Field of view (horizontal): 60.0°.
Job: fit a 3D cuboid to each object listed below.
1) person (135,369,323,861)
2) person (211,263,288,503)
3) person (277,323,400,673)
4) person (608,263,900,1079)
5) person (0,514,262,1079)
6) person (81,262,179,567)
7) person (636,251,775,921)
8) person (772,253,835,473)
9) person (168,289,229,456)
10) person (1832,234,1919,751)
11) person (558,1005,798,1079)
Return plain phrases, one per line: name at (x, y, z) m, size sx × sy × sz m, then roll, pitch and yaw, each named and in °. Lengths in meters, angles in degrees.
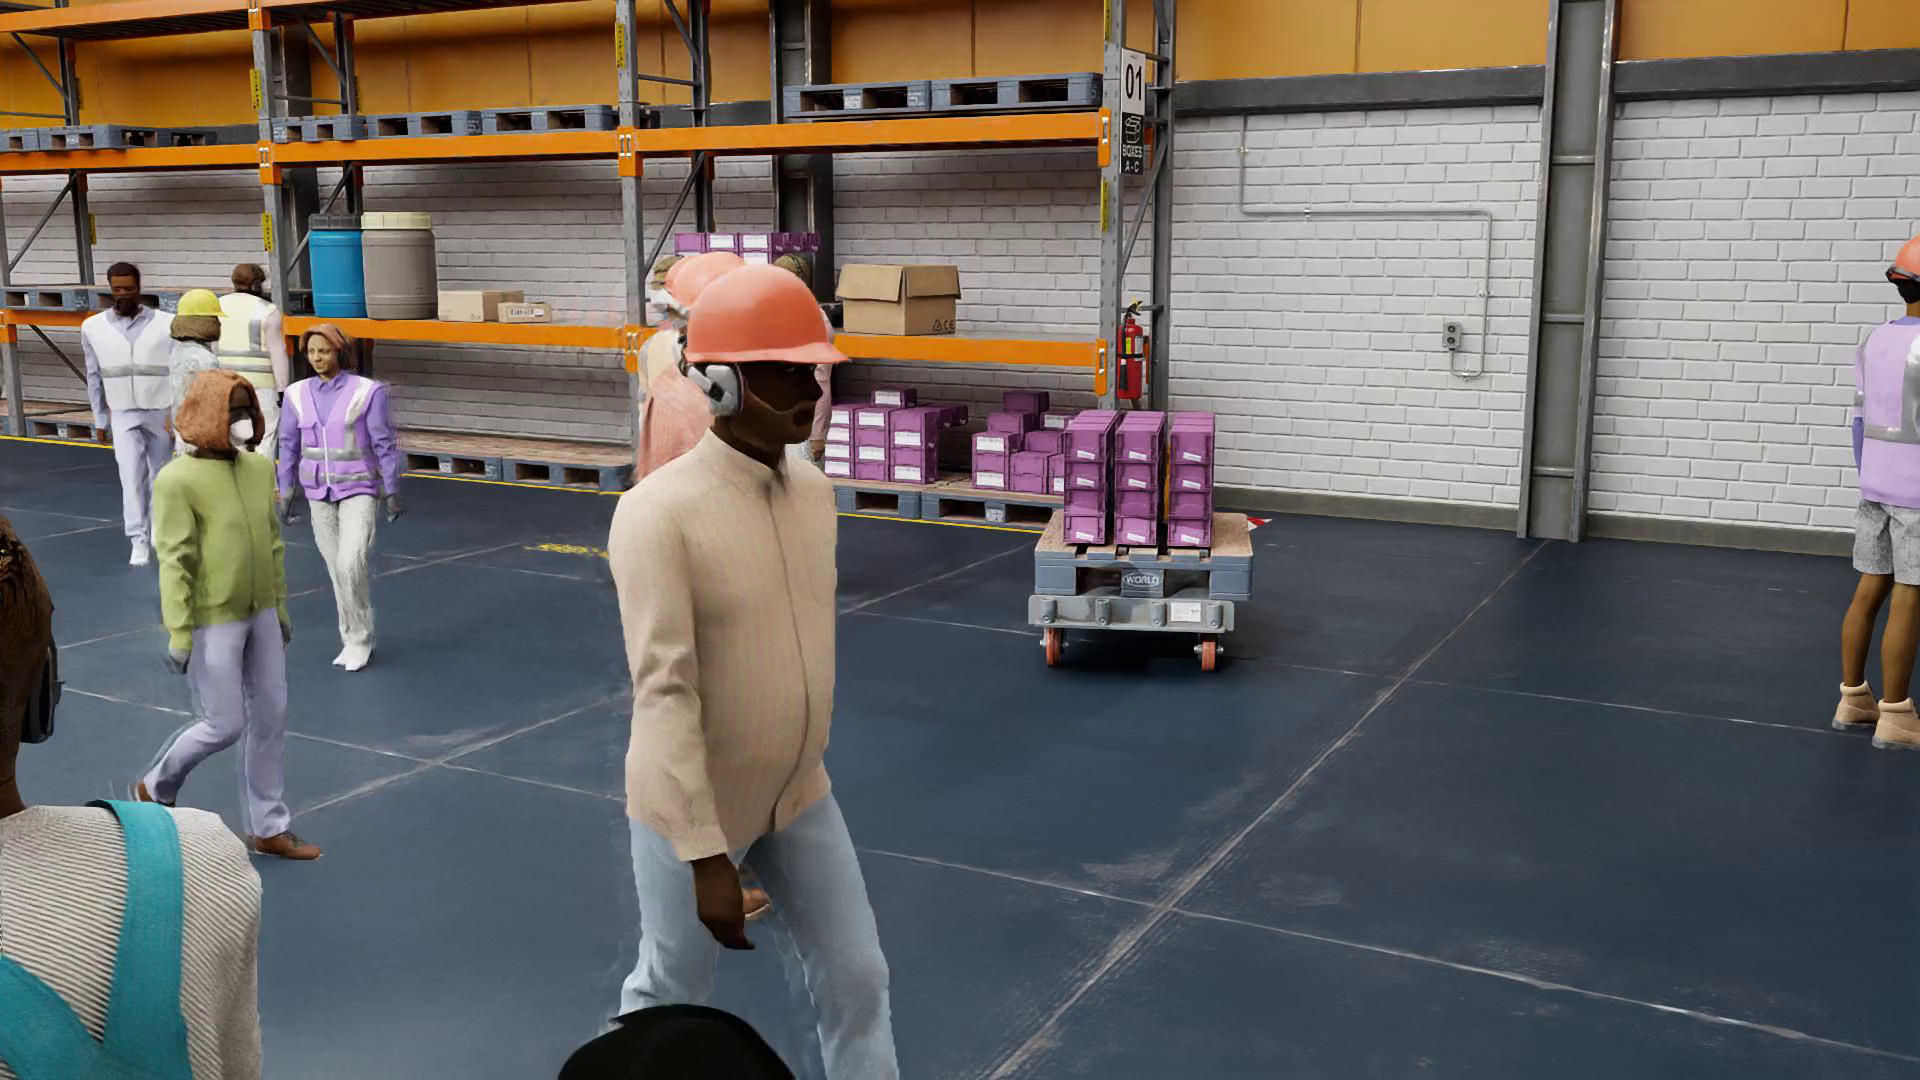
person at (-2.384, 0.253, 5.355) m, size 0.534 × 1.618 × 0.500 m, roll 3°, pitch 11°, yaw 18°
person at (-5.377, -1.183, 12.651) m, size 0.636 × 1.832 × 0.430 m, roll 2°, pitch 11°, yaw 11°
person at (-2.912, -0.187, 7.721) m, size 0.546 × 1.618 × 0.523 m, roll 2°, pitch 10°, yaw 9°
person at (-0.327, 0.492, 3.064) m, size 0.925 × 1.960 × 0.608 m, roll 7°, pitch 12°, yaw 33°
person at (-0.775, 0.859, 1.400) m, size 0.329 × 1.844 × 0.509 m, roll 4°, pitch 11°, yaw 20°
person at (-5.205, -0.828, 10.587) m, size 0.608 × 1.877 × 0.978 m, roll -5°, pitch 11°, yaw -25°
person at (-0.739, 0.150, 4.918) m, size 0.410 × 1.980 × 0.630 m, roll -4°, pitch 11°, yaw -19°
person at (-0.911, -0.650, 9.453) m, size 0.361 × 1.932 × 0.630 m, roll -5°, pitch 12°, yaw -27°
person at (-4.111, -0.493, 9.090) m, size 0.492 × 1.742 × 0.317 m, roll 10°, pitch 14°, yaw 43°
person at (3.775, -0.191, 6.602) m, size 0.366 × 2.048 × 0.607 m, roll -1°, pitch 10°, yaw -4°
person at (-0.046, 0.912, 0.907) m, size 0.600 × 1.917 × 0.376 m, roll 9°, pitch 14°, yaw 41°
